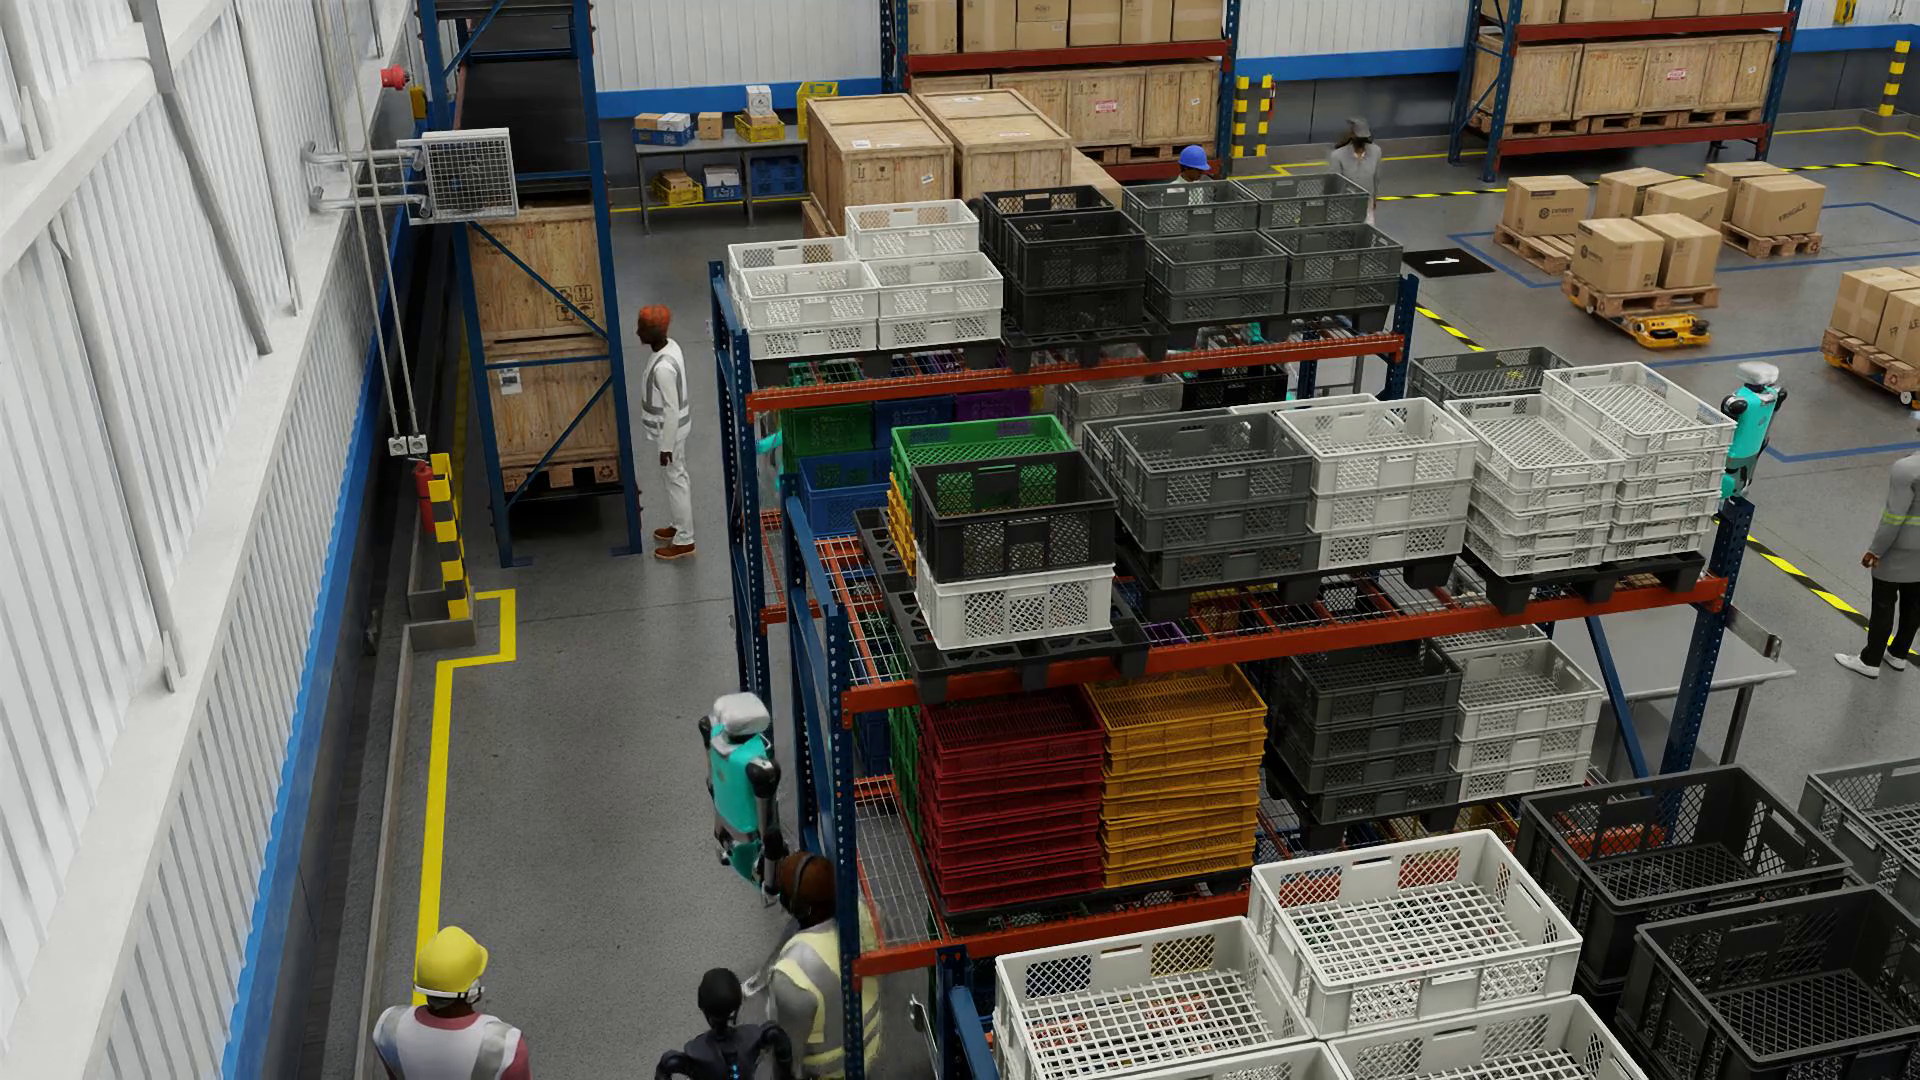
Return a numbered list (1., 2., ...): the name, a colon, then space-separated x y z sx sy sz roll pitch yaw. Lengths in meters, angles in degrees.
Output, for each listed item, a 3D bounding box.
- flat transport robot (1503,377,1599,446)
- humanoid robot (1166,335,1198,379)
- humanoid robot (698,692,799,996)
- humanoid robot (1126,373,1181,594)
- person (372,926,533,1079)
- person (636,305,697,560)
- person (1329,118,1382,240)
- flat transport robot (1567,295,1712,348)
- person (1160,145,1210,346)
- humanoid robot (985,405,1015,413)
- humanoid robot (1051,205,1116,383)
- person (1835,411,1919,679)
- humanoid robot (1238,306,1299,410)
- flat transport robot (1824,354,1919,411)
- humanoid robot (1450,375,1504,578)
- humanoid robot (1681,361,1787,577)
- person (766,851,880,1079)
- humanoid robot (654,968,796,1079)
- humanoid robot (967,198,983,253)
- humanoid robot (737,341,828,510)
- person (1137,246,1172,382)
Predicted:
1. flat transport robot: 4.780 -1.036 14.013 0.659 0.231 1.431 -6 28 -12
2. humanoid robot: 1.696 -0.657 11.724 0.695 1.799 0.545 3 28 7
3. humanoid robot: -0.809 1.468 7.816 0.718 1.884 0.572 -20 34 -32
4. humanoid robot: 1.305 -0.400 11.292 0.404 1.643 0.616 23 35 36
5. person: -1.811 2.200 6.210 0.584 1.824 0.405 5 28 9
6. person: -2.075 -0.766 11.768 0.343 1.882 0.583 -4 28 -7
7. person: 4.008 -3.419 16.934 0.593 1.743 0.653 -3 28 -6
8. flat transport robot: 6.634 -2.244 16.274 0.652 0.197 1.431 -6 28 -12
9. person: 2.053 -2.680 15.345 0.411 1.939 0.602 20 34 33
10. humanoid robot: 0.294 -0.191 10.954 0.762 1.631 0.601 6 28 11
11. humanoid robot: 1.139 -1.962 14.237 0.893 1.797 0.535 3 28 5
12. person: 5.883 -0.006 10.361 0.597 1.849 0.388 -10 29 -18
13. humanoid robot: 2.471 -1.231 12.838 0.762 1.808 0.531 19 33 32
14. flat transport robot: 8.473 -1.467 14.800 0.652 0.197 1.431 -6 28 -12
15. humanoid robot: 3.520 -0.345 11.186 0.393 1.634 0.587 13 30 22
16. humanoid robot: 5.020 -0.480 11.241 0.533 1.675 0.735 -15 31 -26
17. person: -0.530 2.002 6.573 0.438 1.828 0.662 13 30 23
18. humanoid robot: -0.871 2.299 6.177 0.611 1.646 0.365 -14 31 -25
19. humanoid robot: 0.093 -2.243 14.788 0.370 1.645 0.616 17 32 29
20. humanoid robot: -1.309 -0.777 11.976 0.861 1.781 0.560 -6 28 -12
21. person: 1.568 -1.308 12.646 0.438 2.037 0.633 7 29 14
